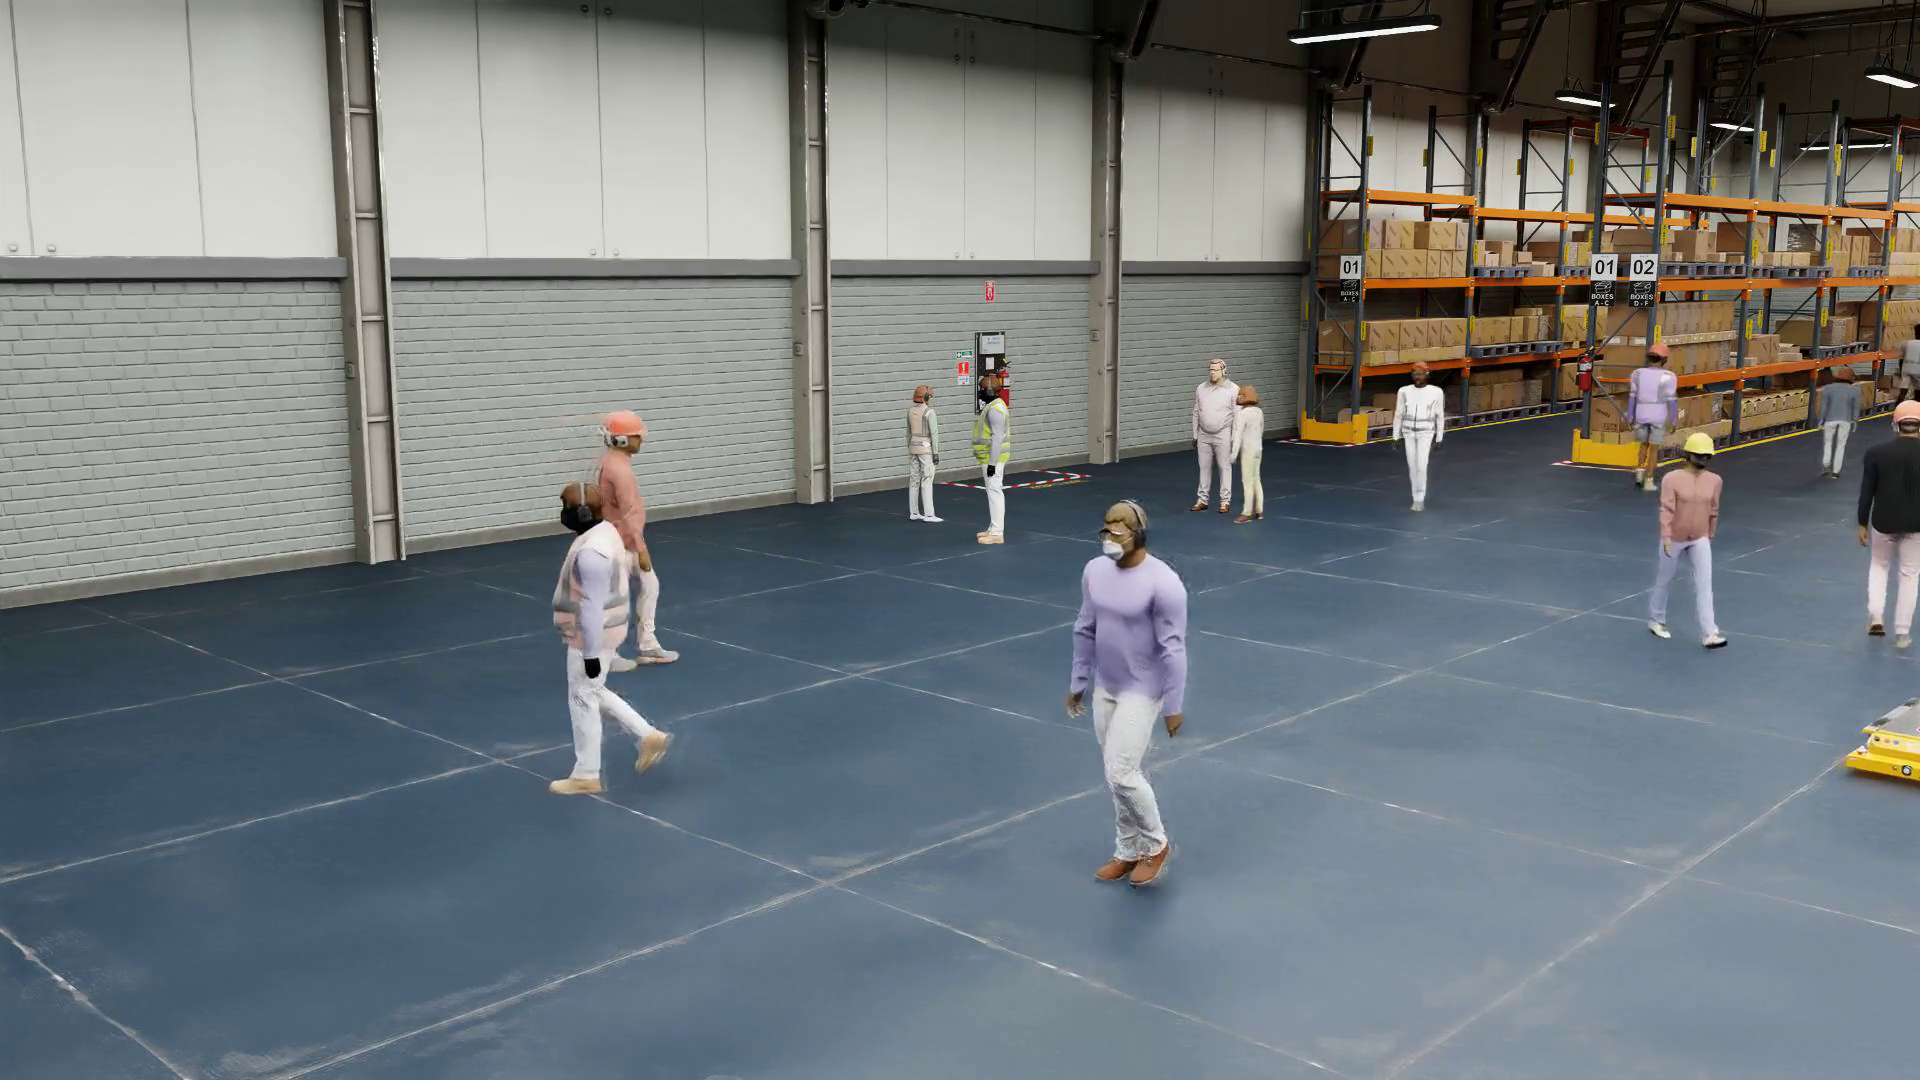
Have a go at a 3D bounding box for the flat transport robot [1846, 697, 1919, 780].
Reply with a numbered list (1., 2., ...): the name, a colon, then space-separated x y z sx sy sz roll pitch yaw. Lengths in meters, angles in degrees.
1. flat transport robot: 6.051 1.228 10.248 0.652 0.197 1.431 9 13 44

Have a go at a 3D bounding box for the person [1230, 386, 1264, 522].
1. person: 3.443 -1.024 19.870 0.311 1.626 0.574 7 12 38

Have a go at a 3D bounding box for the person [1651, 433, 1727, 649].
1. person: 5.844 -0.001 13.333 0.534 1.719 0.896 0 9 -2

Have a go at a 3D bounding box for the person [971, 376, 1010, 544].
1. person: 0.339 -0.880 18.326 0.429 1.841 0.634 0 9 1

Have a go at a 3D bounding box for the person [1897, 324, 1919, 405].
1. person: 18.952 -3.342 33.092 0.959 1.934 0.623 -9 13 -43

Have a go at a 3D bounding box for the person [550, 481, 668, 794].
1. person: -2.064 0.562 9.579 0.579 1.828 0.641 -1 9 -4

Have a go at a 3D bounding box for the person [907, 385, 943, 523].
1. person: -0.441 -1.024 19.821 0.308 1.639 0.510 -9 13 -42

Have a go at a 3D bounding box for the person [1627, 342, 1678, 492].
1. person: 9.364 -1.650 22.456 0.466 2.021 0.633 -9 13 -44

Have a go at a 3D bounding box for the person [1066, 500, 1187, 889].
1. person: 0.795 0.758 8.102 0.440 1.926 0.644 -6 11 -33

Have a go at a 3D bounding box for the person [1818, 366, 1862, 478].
1. person: 12.683 -1.694 23.988 0.522 1.602 0.469 6 11 33

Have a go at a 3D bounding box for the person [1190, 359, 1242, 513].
1. person: 3.159 -1.286 20.605 0.639 1.908 0.409 6 11 31

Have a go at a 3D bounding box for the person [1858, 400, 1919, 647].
1. person: 7.571 -0.134 13.379 0.606 1.978 0.471 6 11 34

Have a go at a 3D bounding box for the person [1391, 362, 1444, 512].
1. person: 5.652 -1.274 20.650 0.595 1.858 0.652 6 11 33

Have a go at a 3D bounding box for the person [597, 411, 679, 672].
1. person: -2.407 0.019 12.440 0.777 1.964 0.639 -2 10 -13
